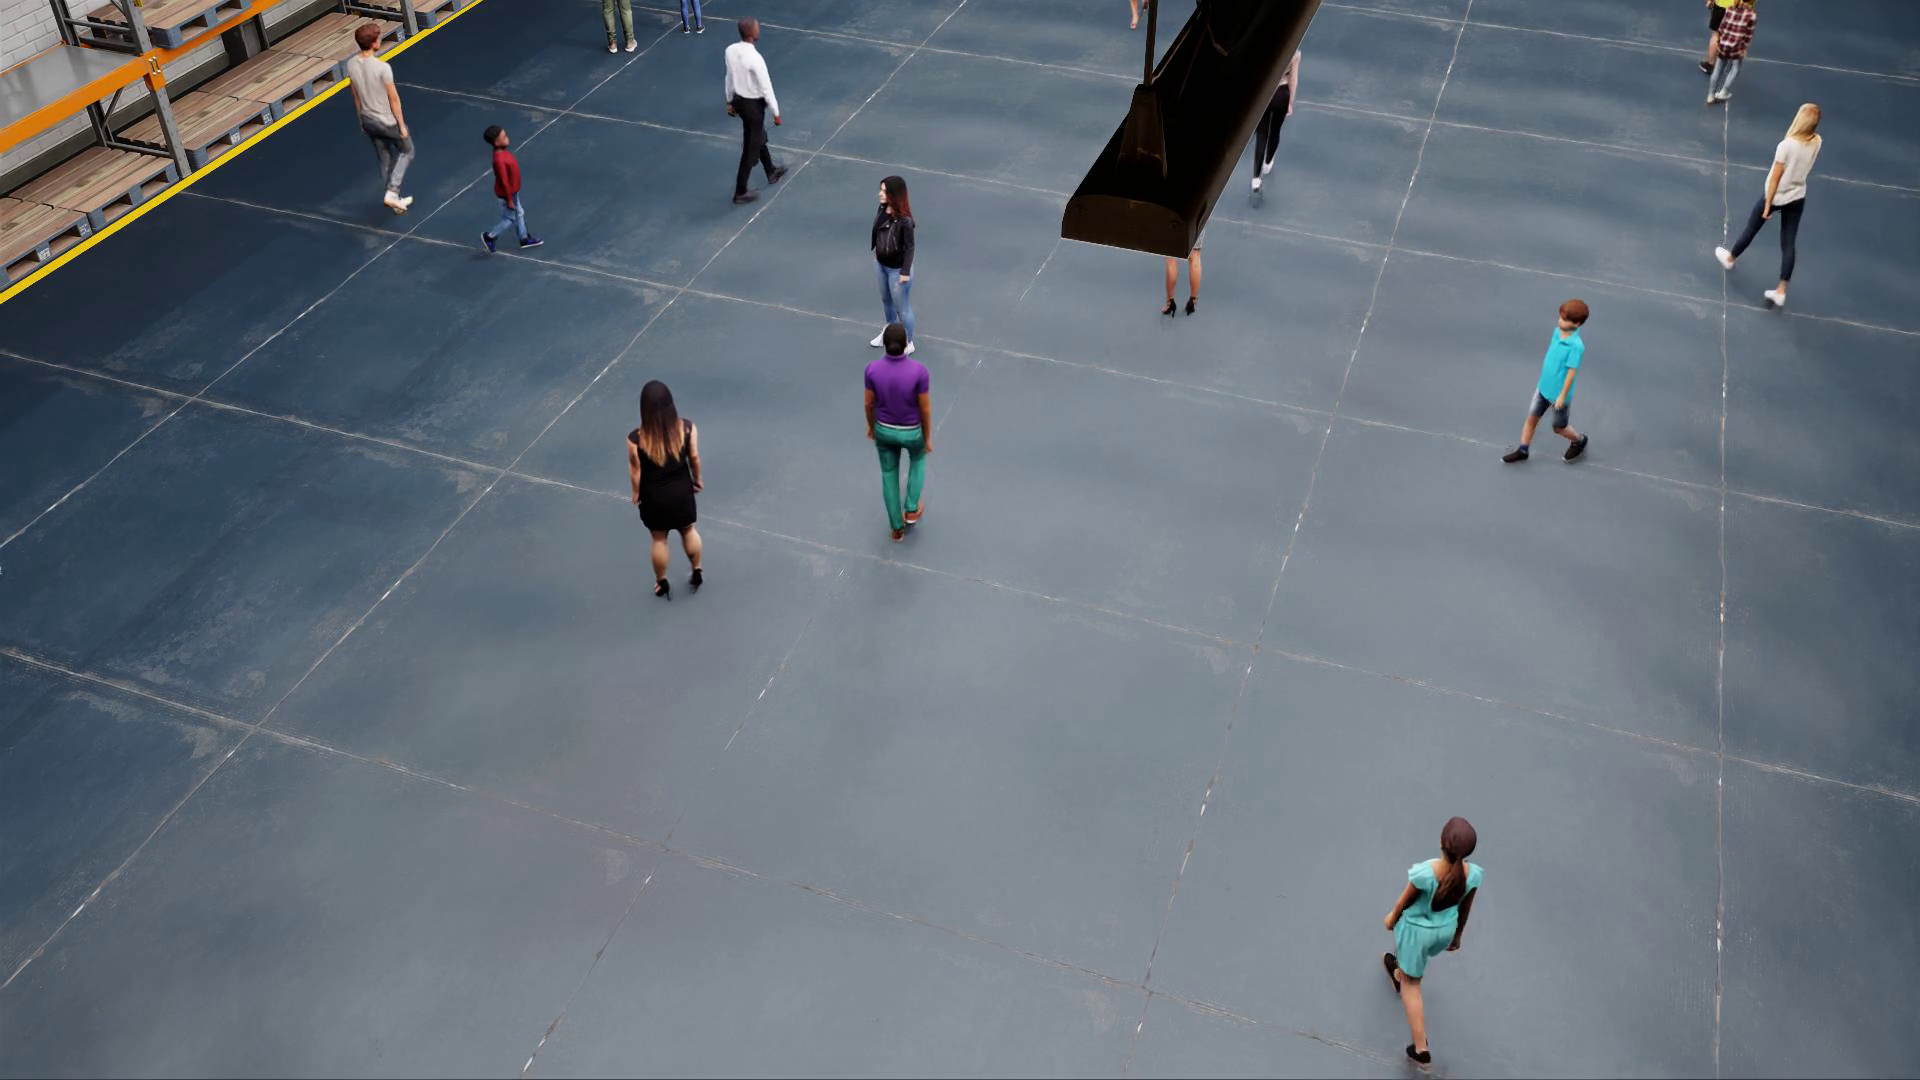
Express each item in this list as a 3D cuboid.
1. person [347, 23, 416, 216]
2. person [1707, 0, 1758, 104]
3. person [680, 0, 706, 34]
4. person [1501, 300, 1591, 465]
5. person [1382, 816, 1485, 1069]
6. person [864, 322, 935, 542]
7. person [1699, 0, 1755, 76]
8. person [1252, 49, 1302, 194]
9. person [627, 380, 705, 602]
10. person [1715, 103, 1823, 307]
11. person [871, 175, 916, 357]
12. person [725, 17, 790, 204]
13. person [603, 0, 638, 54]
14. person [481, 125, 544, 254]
[{"bbox_3d":[-5.518,-3.914,15.738,0.691,1.871,0.726,11,40,13],"label":"person"},{"bbox_3d":[8.330,-5.347,17.994,0.626,1.295,0.645,29,47,32],"label":"person"},{"bbox_3d":[-3.223,-6.562,19.664,0.504,1.110,0.543,0,39,1],"label":"person"},{"bbox_3d":[4.607,-1.179,12.665,0.906,1.432,0.902,-11,40,-13],"label":"person"},{"bbox_3d":[2.414,2.045,8.547,0.883,1.534,1.098,-6,39,-8],"label":"person"},{"bbox_3d":[-0.444,-0.716,11.823,0.738,1.760,0.761,3,39,4],"label":"person"},{"bbox_3d":[8.618,-5.992,18.480,0.738,1.696,0.738,1,39,1],"label":"person"},{"bbox_3d":[3.034,-4.224,16.258,0.649,1.707,1.172,10,40,12],"label":"person"},{"bbox_3d":[-1.992,-0.317,11.364,0.749,1.709,0.811,-18,42,-21],"label":"person"},{"bbox_3d":[7.259,-2.900,14.559,0.970,1.759,1.253,-5,39,-6],"label":"person"},{"bbox_3d":[-0.553,-2.294,13.900,0.749,1.634,0.720,-23,44,-26],"label":"person"},{"bbox_3d":[-2.096,-4.096,16.013,0.953,1.812,1.143,31,48,33],"label":"person"},{"bbox_3d":[-3.978,-6.440,19.077,0.639,1.652,0.653,-5,39,-6],"label":"person"},{"bbox_3d":[-4.239,-3.221,15.374,0.773,1.243,0.785,-7,39,-9],"label":"person"}]
